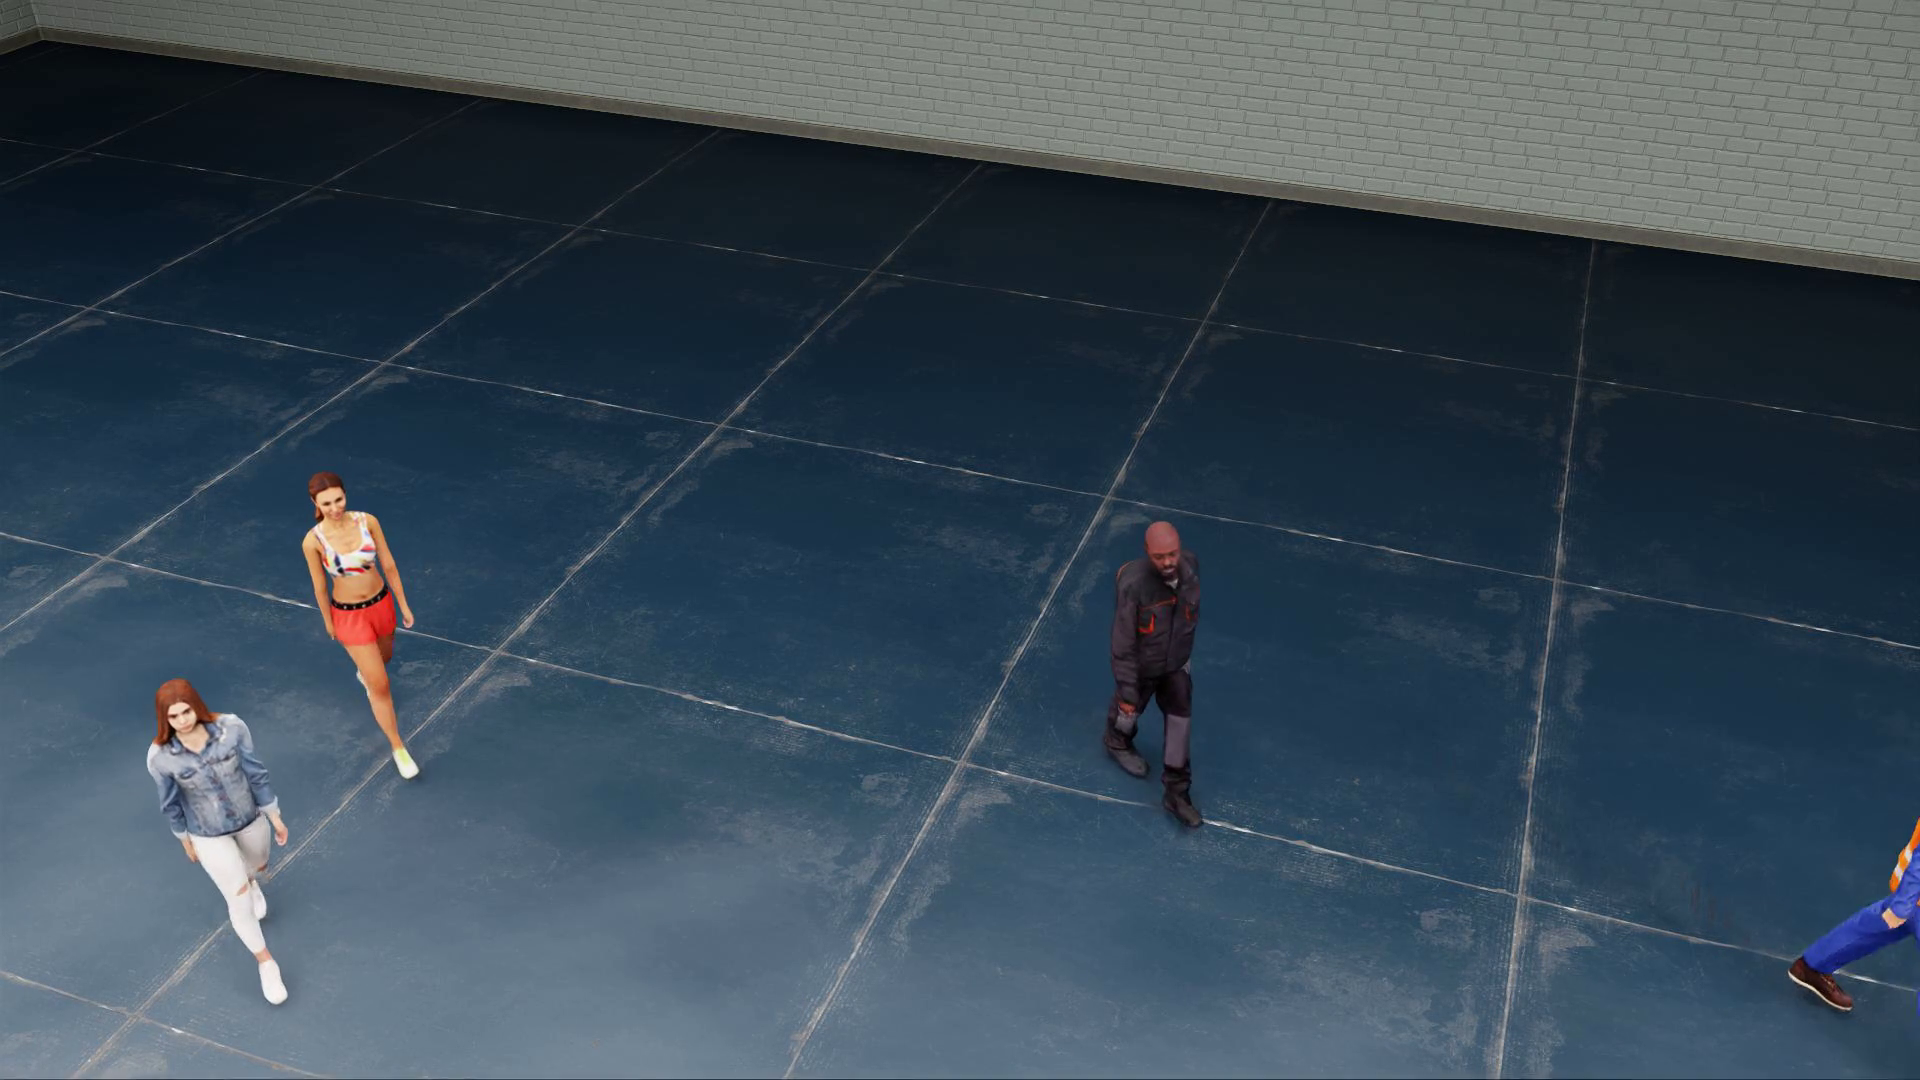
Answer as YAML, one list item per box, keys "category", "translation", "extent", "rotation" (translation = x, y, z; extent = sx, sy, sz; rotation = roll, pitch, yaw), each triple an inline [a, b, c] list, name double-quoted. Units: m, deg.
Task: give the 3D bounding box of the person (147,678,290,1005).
- category: "person"
  translation: [-3.382, 1.268, 7.646]
  extent: [1.102, 1.675, 1.033]
  rotation: [-24, 40, -32]

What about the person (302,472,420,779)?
- category: "person"
  translation: [-3.228, 0.367, 8.960]
  extent: [1.155, 1.754, 1.046]
  rotation: [-24, 40, -32]

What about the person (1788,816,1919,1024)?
- category: "person"
  translation: [4.131, 1.484, 7.181]
  extent: [1.259, 1.820, 1.183]
  rotation: [-22, 39, -30]

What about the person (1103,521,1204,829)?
- category: "person"
  translation: [0.965, 0.558, 8.649]
  extent: [1.175, 1.772, 1.229]
  rotation: [-18, 37, -26]
